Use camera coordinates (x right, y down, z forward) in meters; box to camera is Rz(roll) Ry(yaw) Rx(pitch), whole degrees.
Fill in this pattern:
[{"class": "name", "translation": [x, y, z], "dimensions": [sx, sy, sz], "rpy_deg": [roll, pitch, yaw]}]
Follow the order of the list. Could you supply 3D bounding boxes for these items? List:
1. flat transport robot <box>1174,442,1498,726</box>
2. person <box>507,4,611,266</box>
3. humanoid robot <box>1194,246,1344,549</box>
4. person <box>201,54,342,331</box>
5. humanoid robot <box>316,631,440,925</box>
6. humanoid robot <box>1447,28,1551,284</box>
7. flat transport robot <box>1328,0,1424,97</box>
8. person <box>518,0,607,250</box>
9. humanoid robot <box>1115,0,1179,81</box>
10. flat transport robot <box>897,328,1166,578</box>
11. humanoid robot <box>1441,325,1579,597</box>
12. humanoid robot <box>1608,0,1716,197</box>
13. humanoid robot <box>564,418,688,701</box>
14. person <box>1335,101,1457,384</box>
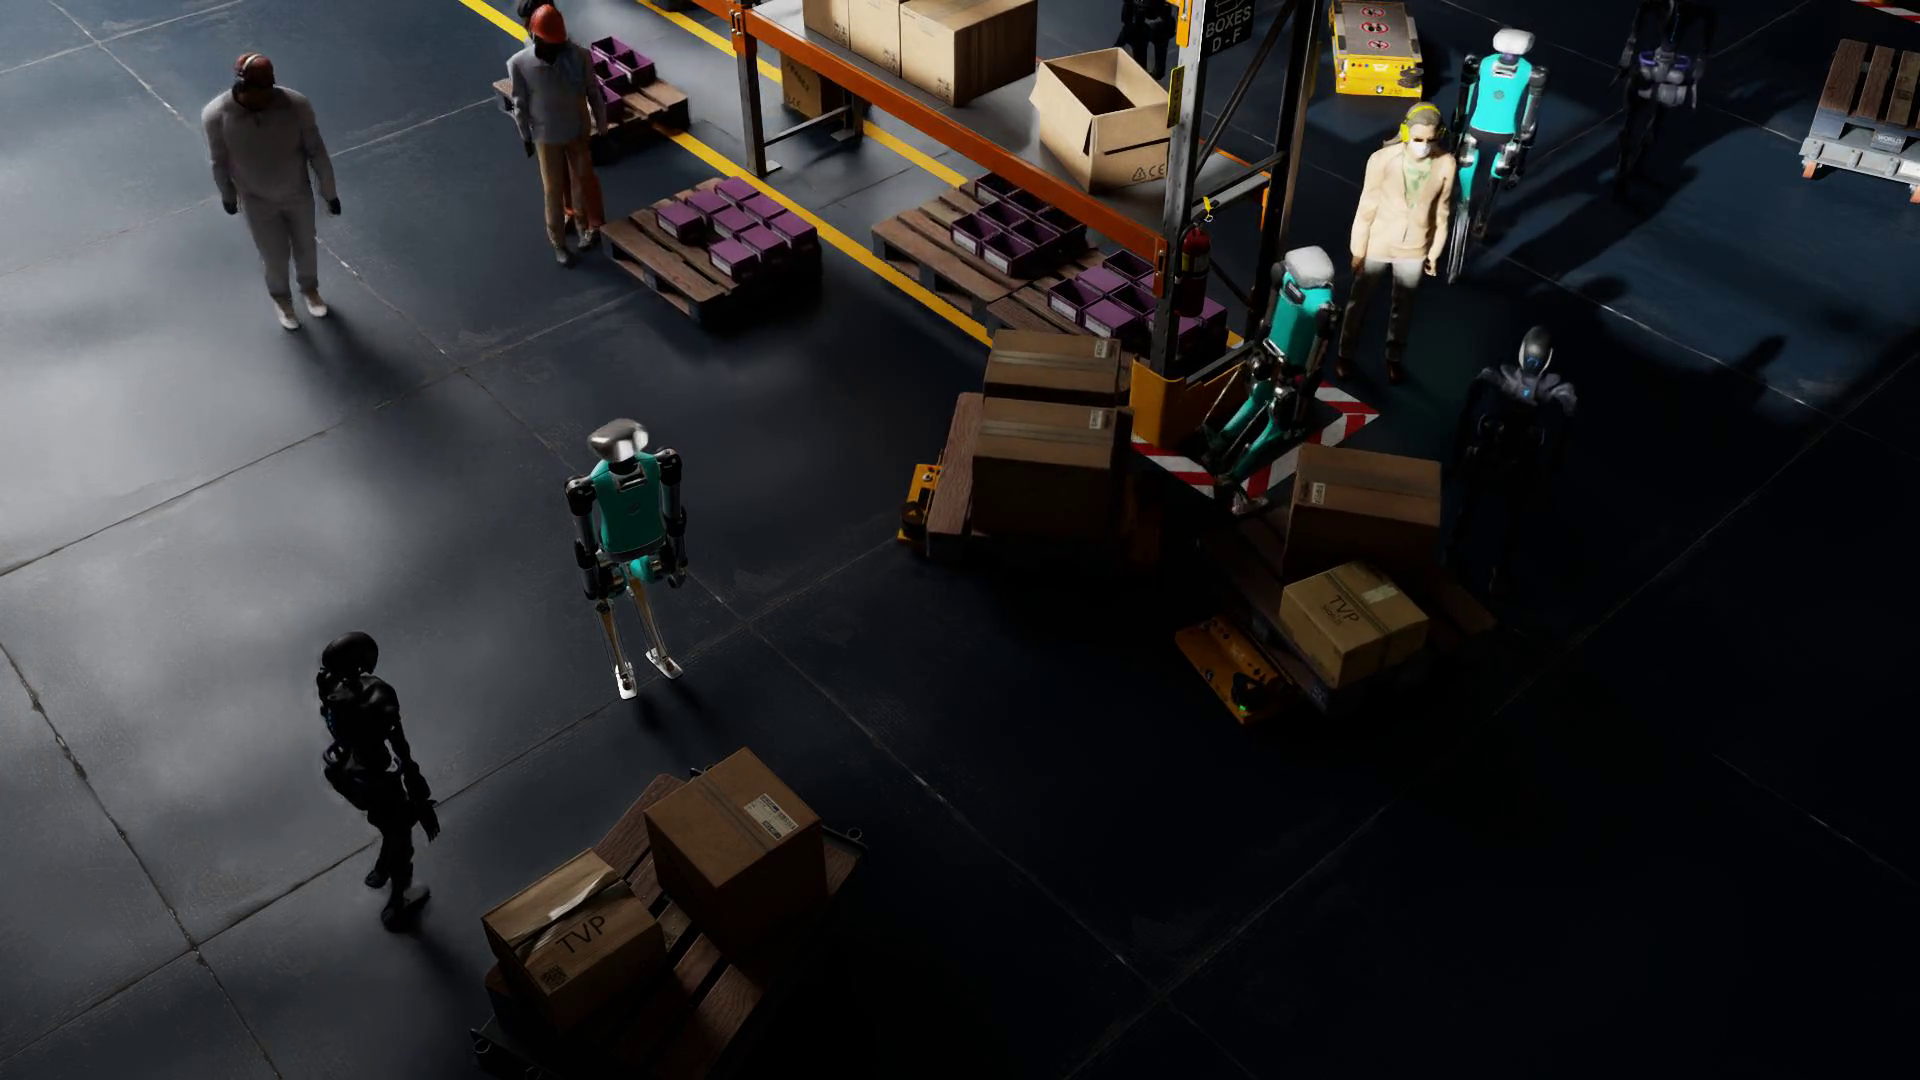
[{"class": "flat transport robot", "translation": [1.890, 0.451, 8.604], "dimensions": [1.431, 0.231, 0.659], "rpy_deg": [-19, 46, -19]}, {"class": "person", "translation": [-2.584, -2.657, 10.901], "dimensions": [0.578, 1.731, 0.535], "rpy_deg": [-14, 44, -15]}, {"class": "humanoid robot", "translation": [1.501, -0.676, 8.819], "dimensions": [0.777, 1.876, 0.546], "rpy_deg": [-15, 45, -16]}, {"class": "person", "translation": [-4.194, -2.150, 10.251], "dimensions": [0.665, 1.866, 0.522], "rpy_deg": [-22, 47, -22]}, {"class": "humanoid robot", "translation": [-2.463, 1.012, 6.960], "dimensions": [0.588, 1.635, 0.412], "rpy_deg": [26, 48, 25]}, {"class": "humanoid robot", "translation": [3.487, -2.615, 10.884], "dimensions": [0.531, 1.779, 0.987], "rpy_deg": [16, 45, 16]}, {"class": "flat transport robot", "translation": [3.351, -4.005, 13.451], "dimensions": [0.659, 0.231, 1.431], "rpy_deg": [4, 43, 5]}, {"class": "person", "translation": [-2.643, -2.770, 11.008], "dimensions": [0.500, 1.759, 0.333], "rpy_deg": [24, 48, 24]}, {"class": "humanoid robot", "translation": [1.379, -3.879, 12.281], "dimensions": [0.589, 1.628, 0.582], "rpy_deg": [-17, 45, -18]}, {"class": "flat transport robot", "translation": [0.410, -0.166, 9.275], "dimensions": [1.431, 0.231, 0.659], "rpy_deg": [6, 43, 6]}, {"class": "humanoid robot", "translation": [2.785, -0.400, 8.489], "dimensions": [0.583, 1.651, 0.325], "rpy_deg": [13, 44, 13]}, {"class": "humanoid robot", "translation": [4.845, -3.181, 11.528], "dimensions": [0.595, 1.628, 0.642], "rpy_deg": [12, 44, 13]}, {"class": "humanoid robot", "translation": [-1.611, 0.011, 7.896], "dimensions": [0.533, 1.681, 0.735], "rpy_deg": [-21, 47, -22]}, {"class": "person", "translation": [2.575, -1.739, 9.811], "dimensions": [0.555, 1.869, 0.392], "rpy_deg": [2, 43, 3]}]
